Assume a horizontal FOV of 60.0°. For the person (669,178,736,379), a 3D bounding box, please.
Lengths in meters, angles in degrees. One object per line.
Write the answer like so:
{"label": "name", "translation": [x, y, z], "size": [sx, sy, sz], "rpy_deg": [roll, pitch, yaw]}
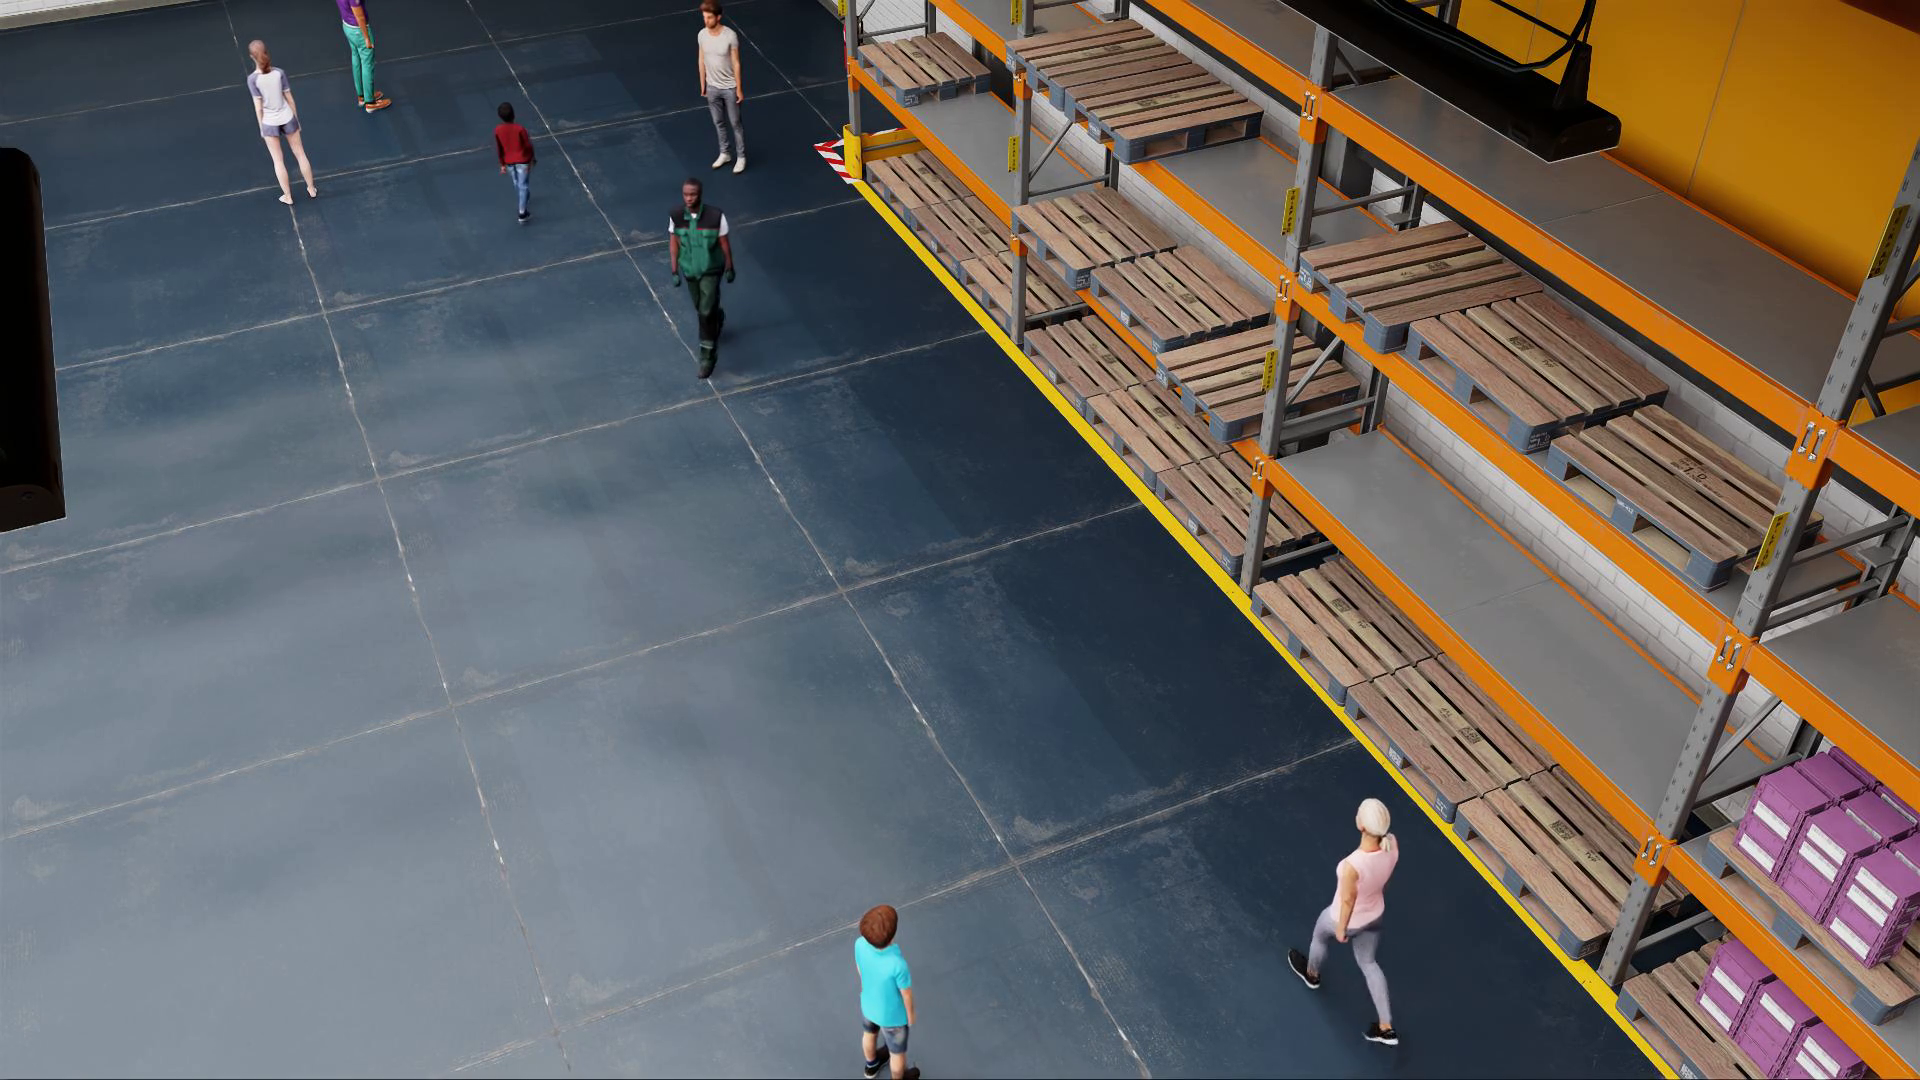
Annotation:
{"label": "person", "translation": [-2.302, -2.456, 14.998], "size": [1.142, 1.794, 1.317], "rpy_deg": [6, 39, 7]}

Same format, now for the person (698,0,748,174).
{"label": "person", "translation": [-2.560, -4.935, 18.028], "size": [0.755, 1.886, 0.812], "rpy_deg": [13, 40, 15]}

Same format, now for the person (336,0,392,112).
{"label": "person", "translation": [-7.019, -5.901, 19.335], "size": [0.736, 1.767, 0.600], "rpy_deg": [-30, 47, -32]}

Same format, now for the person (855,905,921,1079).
{"label": "person", "translation": [-0.412, 2.515, 9.047], "size": [0.564, 1.452, 0.661], "rpy_deg": [26, 45, 29]}

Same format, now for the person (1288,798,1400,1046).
{"label": "person", "translation": [2.275, 2.152, 9.307], "size": [0.595, 1.697, 1.110], "rpy_deg": [-18, 42, -21]}

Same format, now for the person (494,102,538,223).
{"label": "person", "translation": [-4.610, -3.912, 17.273], "size": [0.795, 1.230, 0.944], "rpy_deg": [5, 39, 6]}

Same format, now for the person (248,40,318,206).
{"label": "person", "translation": [-7.147, -4.383, 17.433], "size": [0.621, 1.768, 0.625], "rpy_deg": [-25, 45, -28]}
